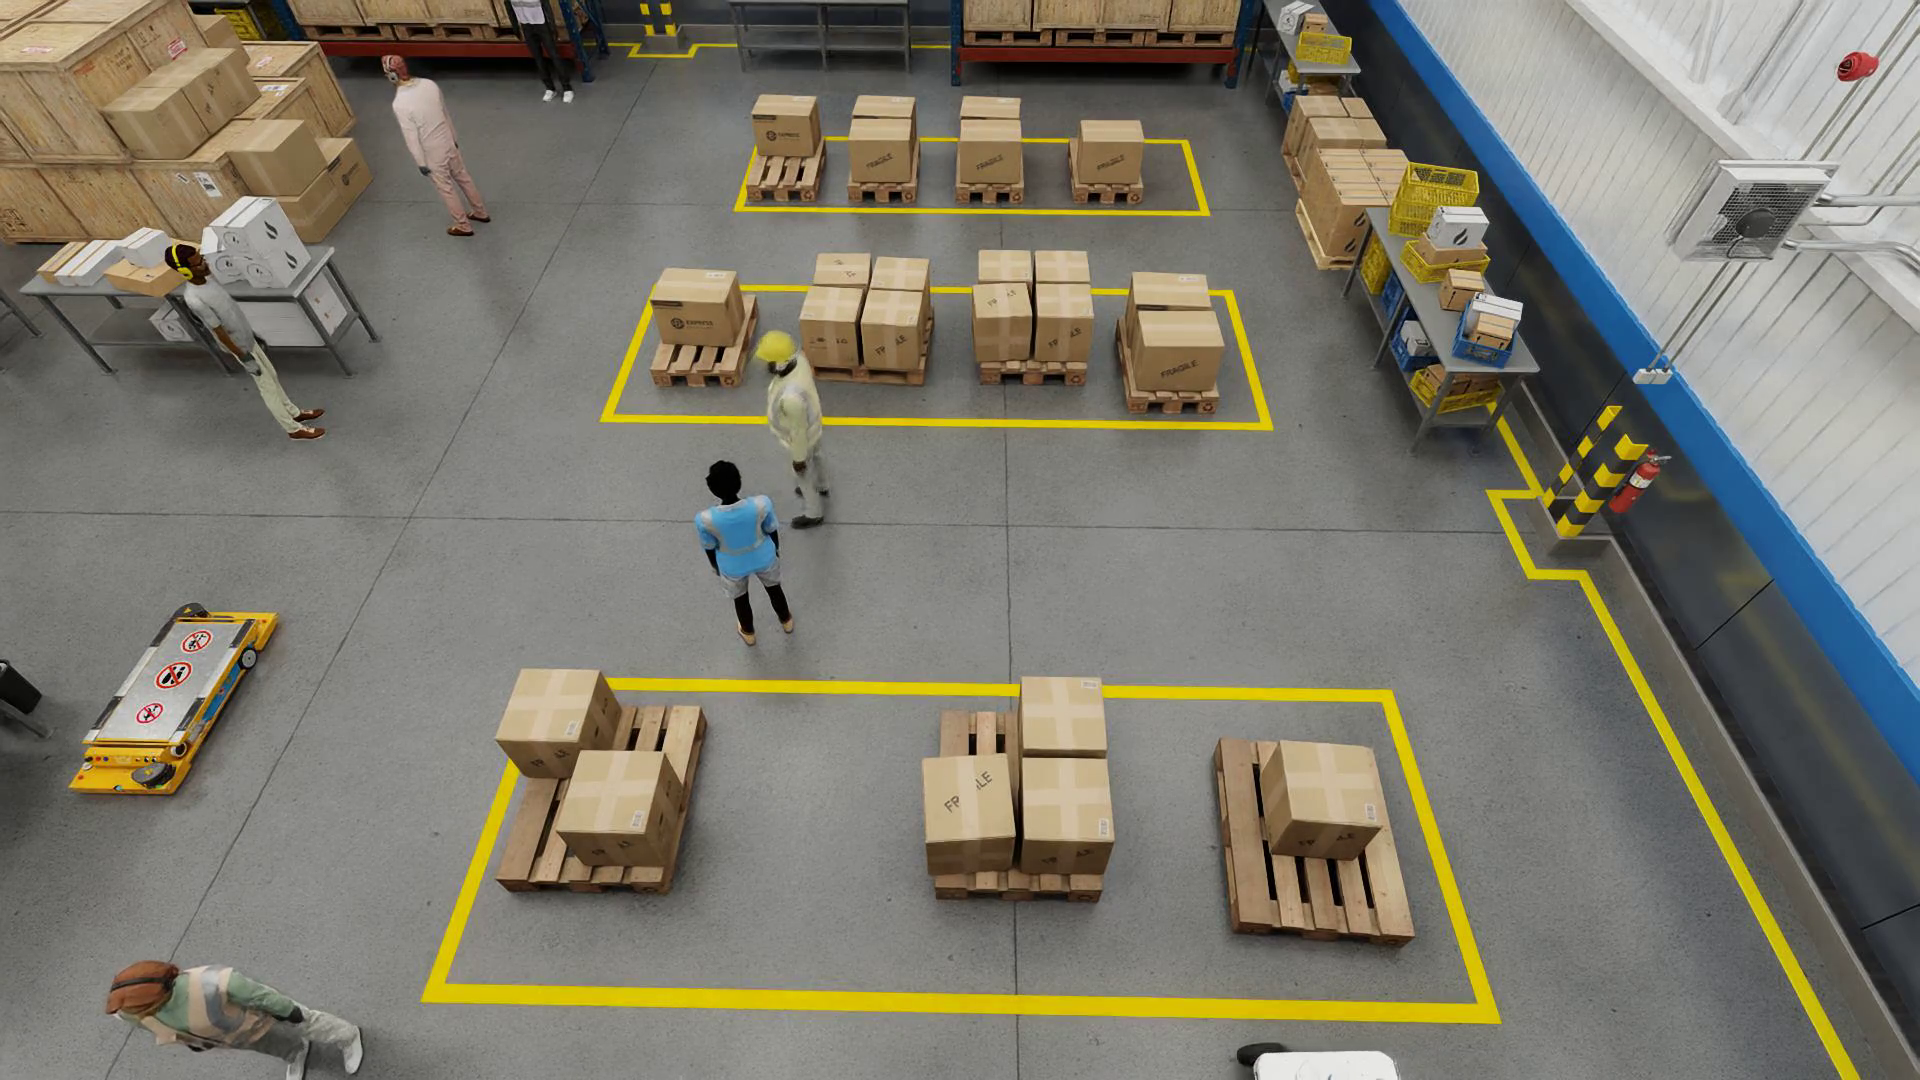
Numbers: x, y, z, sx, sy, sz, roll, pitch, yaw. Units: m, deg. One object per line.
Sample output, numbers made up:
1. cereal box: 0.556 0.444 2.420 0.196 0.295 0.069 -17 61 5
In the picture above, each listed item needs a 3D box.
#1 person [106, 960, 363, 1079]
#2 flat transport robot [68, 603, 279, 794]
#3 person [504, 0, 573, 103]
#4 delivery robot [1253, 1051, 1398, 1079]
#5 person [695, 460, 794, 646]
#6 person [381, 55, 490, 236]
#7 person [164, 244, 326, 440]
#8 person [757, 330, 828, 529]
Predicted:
1. person: -3.510 2.350 4.476 0.521 1.632 0.314 -12 51 -10
2. flat transport robot: -5.504 1.072 6.442 0.652 0.197 1.431 1 50 1
3. person: -5.579 -6.764 12.011 0.599 1.908 0.405 2 50 1
4. delivery robot: 1.883 2.834 4.707 0.707 0.478 0.477 -1 50 -1
5. person: -1.473 0.122 6.324 0.534 1.691 0.322 -18 52 -14
6. person: -5.659 -4.213 9.857 0.397 1.899 0.648 13 51 10
7. person: -5.981 -1.636 7.693 0.328 1.872 0.513 -20 53 -16
8. person: -1.254 -0.854 7.059 0.403 1.828 0.601 -3 50 -3
